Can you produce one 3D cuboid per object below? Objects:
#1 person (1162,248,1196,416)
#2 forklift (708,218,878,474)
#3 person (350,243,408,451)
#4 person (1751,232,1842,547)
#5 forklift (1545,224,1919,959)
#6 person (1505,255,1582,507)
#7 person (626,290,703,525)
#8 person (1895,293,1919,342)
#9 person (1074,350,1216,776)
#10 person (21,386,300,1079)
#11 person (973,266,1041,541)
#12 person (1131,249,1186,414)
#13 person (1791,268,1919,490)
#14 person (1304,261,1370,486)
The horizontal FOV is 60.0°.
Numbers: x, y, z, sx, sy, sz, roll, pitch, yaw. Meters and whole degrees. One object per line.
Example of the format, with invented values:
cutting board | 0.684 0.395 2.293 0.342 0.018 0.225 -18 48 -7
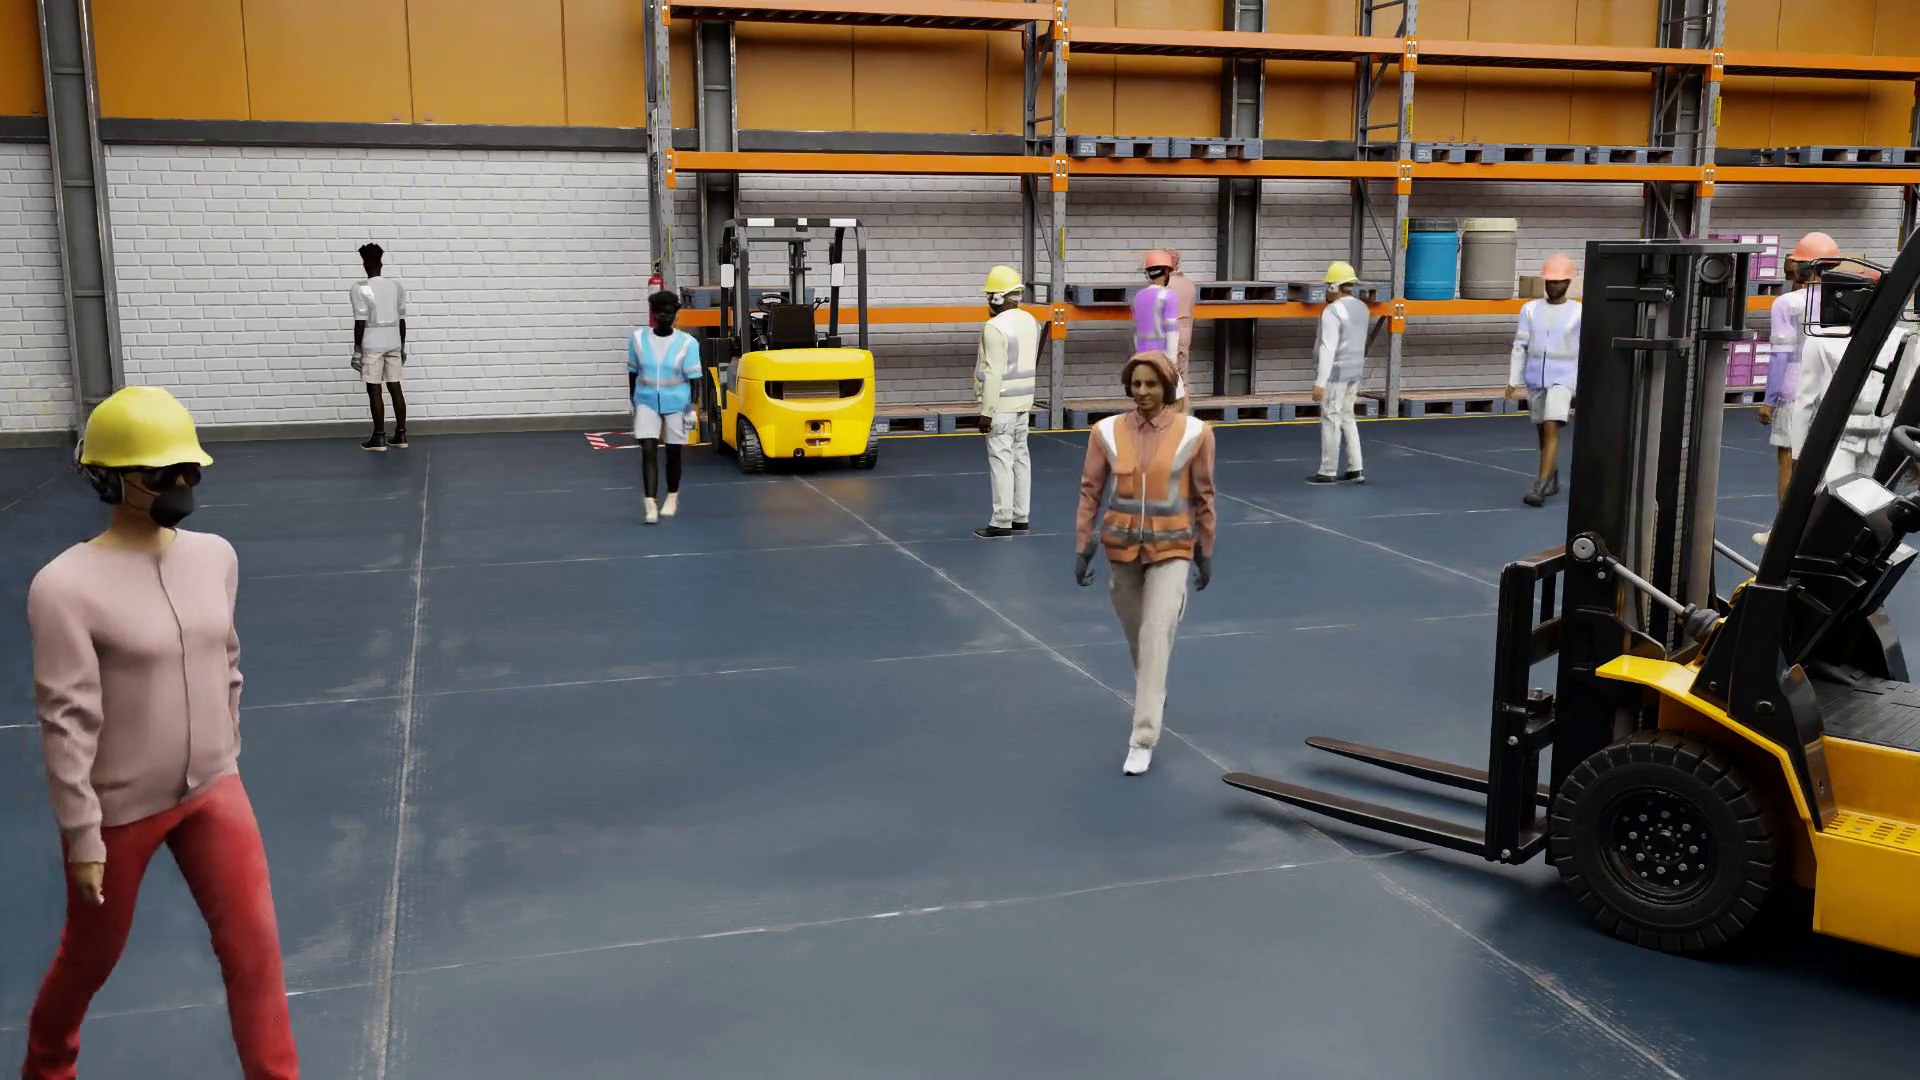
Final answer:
person | 2.114 -2.000 16.916 0.400 1.905 0.644 9 14 41
forklift | -1.522 -1.778 14.899 1.214 2.155 2.313 -3 11 -17
person | -5.531 -1.833 15.823 0.361 1.963 0.618 6 12 31
person | 5.463 -0.952 10.772 0.607 2.048 0.368 -2 11 -13
forklift | 2.909 0.117 4.508 2.313 2.155 1.214 9 14 40
person | 4.502 -1.217 12.695 0.551 1.889 1.013 8 13 39
person | -2.087 -0.934 11.749 0.546 1.640 0.763 0 10 -1
person | 10.474 -2.277 18.494 1.009 1.885 0.647 -4 11 -22
person | 0.737 0.043 6.557 0.532 1.595 0.859 4 11 20
person | -1.737 0.529 3.554 0.924 1.725 0.533 5 11 26
person | 0.297 -0.911 11.142 0.404 1.829 0.600 6 12 30
person | 1.704 -1.524 14.274 0.433 1.914 0.588 -7 12 -33
person | 4.620 -0.445 8.510 0.580 1.862 0.669 0 10 -1
person | 3.067 -1.346 13.535 0.403 1.837 0.594 9 14 42
